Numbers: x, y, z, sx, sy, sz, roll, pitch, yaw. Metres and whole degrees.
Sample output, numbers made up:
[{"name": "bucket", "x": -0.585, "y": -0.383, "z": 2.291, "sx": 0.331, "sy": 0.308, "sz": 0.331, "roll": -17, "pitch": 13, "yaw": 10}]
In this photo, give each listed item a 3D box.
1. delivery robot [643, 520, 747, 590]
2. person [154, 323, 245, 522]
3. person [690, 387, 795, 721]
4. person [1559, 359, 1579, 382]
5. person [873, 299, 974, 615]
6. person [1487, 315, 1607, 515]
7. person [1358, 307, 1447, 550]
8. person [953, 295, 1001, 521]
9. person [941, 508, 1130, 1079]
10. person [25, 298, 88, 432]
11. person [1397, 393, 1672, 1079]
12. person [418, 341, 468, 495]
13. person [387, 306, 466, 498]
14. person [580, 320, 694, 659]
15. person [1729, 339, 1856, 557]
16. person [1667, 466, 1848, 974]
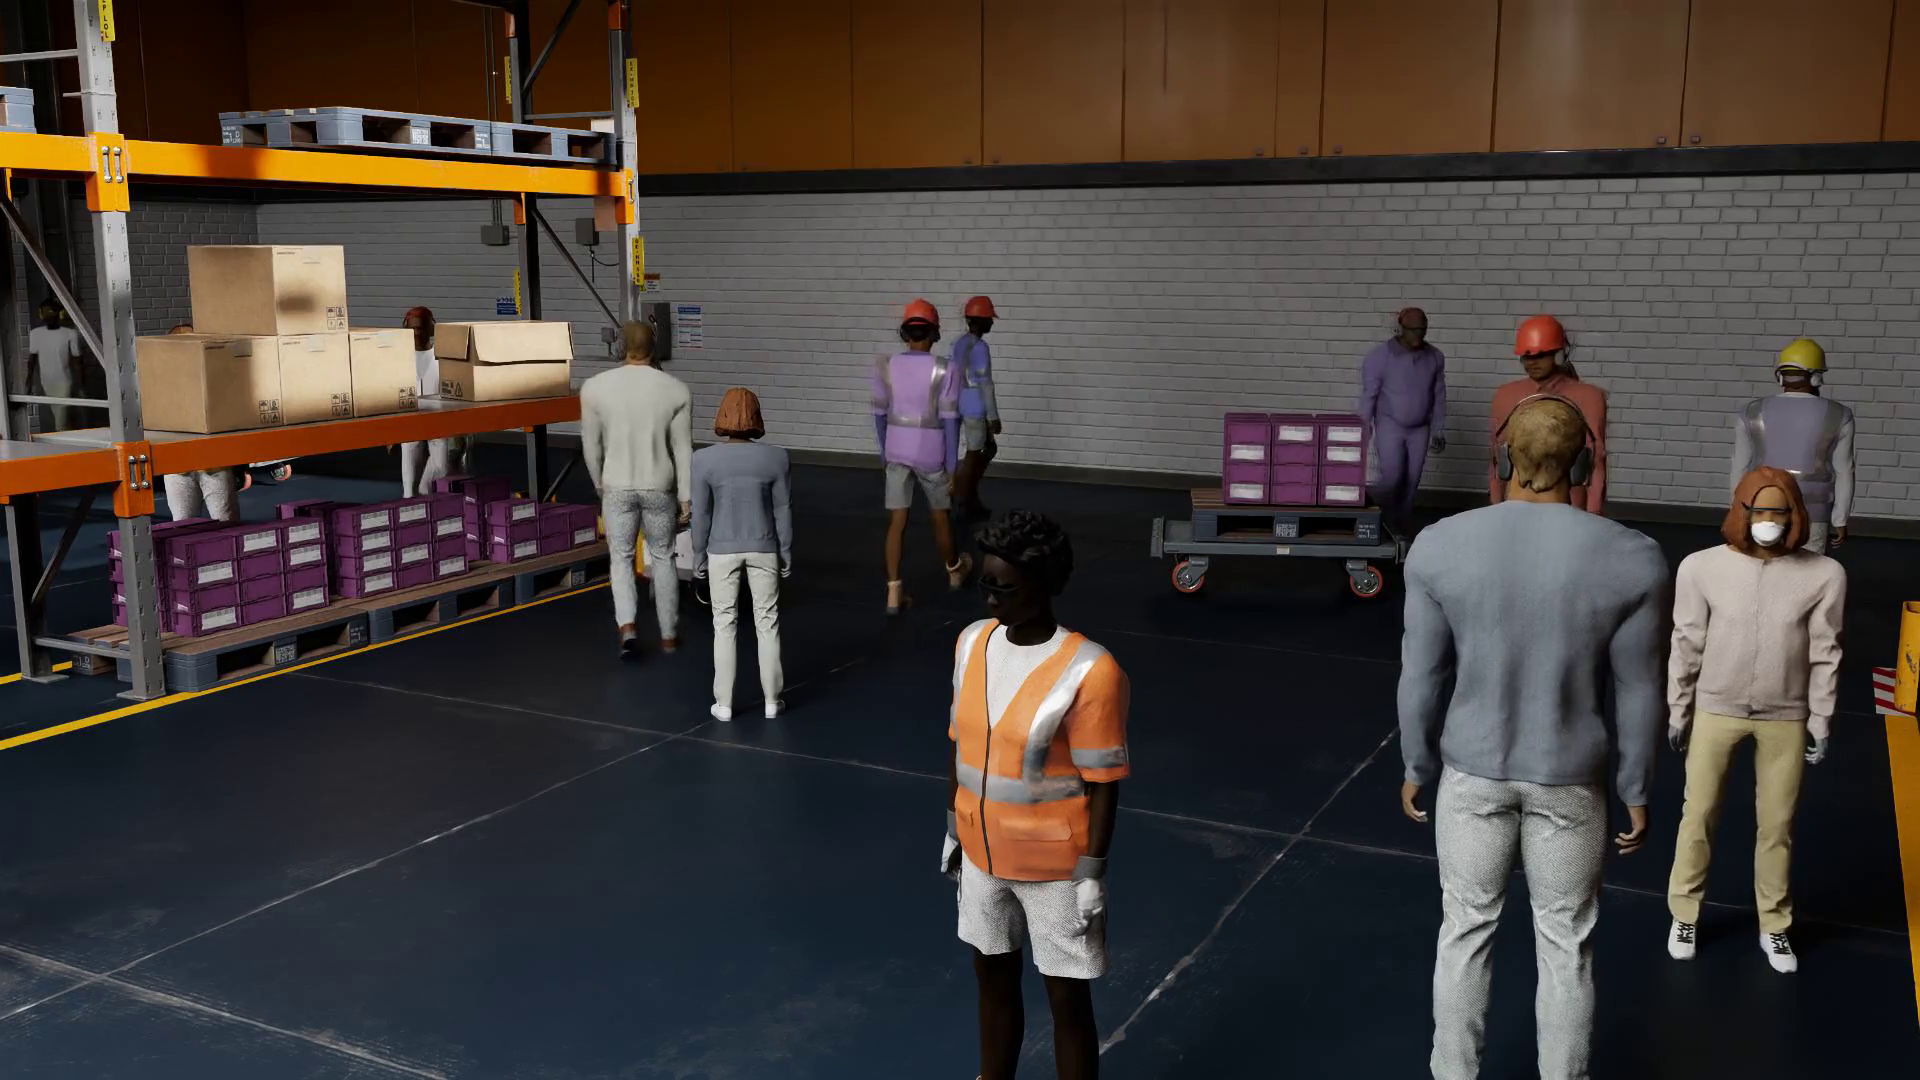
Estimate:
[{"name": "delivery robot", "x": -1.707, "y": 0.103, "z": 10.803, "sx": 0.707, "sy": 0.478, "sz": 0.477, "roll": 5, "pitch": 11, "yaw": 26}, {"name": "person", "x": -4.906, "y": -0.472, "z": 10.710, "sx": 0.622, "sy": 1.837, "sz": 0.428, "roll": -1, "pitch": 10, "yaw": -5}, {"name": "person", "x": -1.059, "y": 0.074, "z": 8.122, "sx": 0.506, "sy": 1.633, "sz": 0.279, "roll": -2, "pitch": 10, "yaw": -11}, {"name": "person", "x": 3.732, "y": -0.340, "z": 10.522, "sx": 0.503, "sy": 1.632, "sz": 0.274, "roll": -2, "pitch": 10, "yaw": -13}, {"name": "person", "x": -0.245, "y": -0.562, "z": 10.794, "sx": 0.616, "sy": 1.969, "sz": 1.106, "roll": 3, "pitch": 10, "yaw": 17}, {"name": "person", "x": 2.975, "y": -0.155, "z": 8.507, "sx": 0.633, "sy": 1.961, "sz": 0.748, "roll": 6, "pitch": 11, "yaw": 30}, {"name": "person", "x": 3.393, "y": -0.841, "z": 12.733, "sx": 0.649, "sy": 1.881, "sz": 0.416, "roll": -3, "pitch": 10, "yaw": -15}, {"name": "person", "x": 0.170, "y": -1.104, "z": 14.106, "sx": 0.500, "sy": 1.916, "sz": 0.557, "roll": -3, "pitch": 10, "yaw": -15}, {"name": "person", "x": 0.160, "y": 0.758, "z": 3.995, "sx": 0.531, "sy": 1.692, "sz": 0.320, "roll": 9, "pitch": 13, "yaw": 42}, {"name": "person", "x": -9.401, "y": -1.593, "z": 17.306, "sx": 0.521, "sy": 1.828, "sz": 1.004, "roll": 0, "pitch": 10, "yaw": 1}, {"name": "person", "x": 1.429, "y": 0.598, "z": 4.206, "sx": 0.637, "sy": 1.937, "sz": 0.357, "roll": 4, "pitch": 11, "yaw": 22}, {"name": "person", "x": -3.997, "y": -0.700, "z": 12.653, "sx": 0.619, "sy": 1.619, "sz": 0.523, "roll": -2, "pitch": 10, "yaw": -11}, {"name": "person", "x": -4.010, "y": -0.805, "z": 12.486, "sx": 0.585, "sy": 1.882, "sz": 0.337, "roll": -2, "pitch": 10, "yaw": -11}, {"name": "person", "x": -1.799, "y": -0.271, "z": 9.339, "sx": 0.629, "sy": 1.914, "sz": 0.633, "roll": -2, "pitch": 10, "yaw": -11}, {"name": "person", "x": 4.425, "y": -0.153, "z": 8.873, "sx": 0.596, "sy": 1.828, "sz": 0.403, "roll": 6, "pitch": 12, "yaw": 32}, {"name": "person", "x": 2.513, "y": 0.569, "z": 5.293, "sx": 0.495, "sy": 1.626, "sz": 0.285, "roll": 3, "pitch": 10, "yaw": 19}]
